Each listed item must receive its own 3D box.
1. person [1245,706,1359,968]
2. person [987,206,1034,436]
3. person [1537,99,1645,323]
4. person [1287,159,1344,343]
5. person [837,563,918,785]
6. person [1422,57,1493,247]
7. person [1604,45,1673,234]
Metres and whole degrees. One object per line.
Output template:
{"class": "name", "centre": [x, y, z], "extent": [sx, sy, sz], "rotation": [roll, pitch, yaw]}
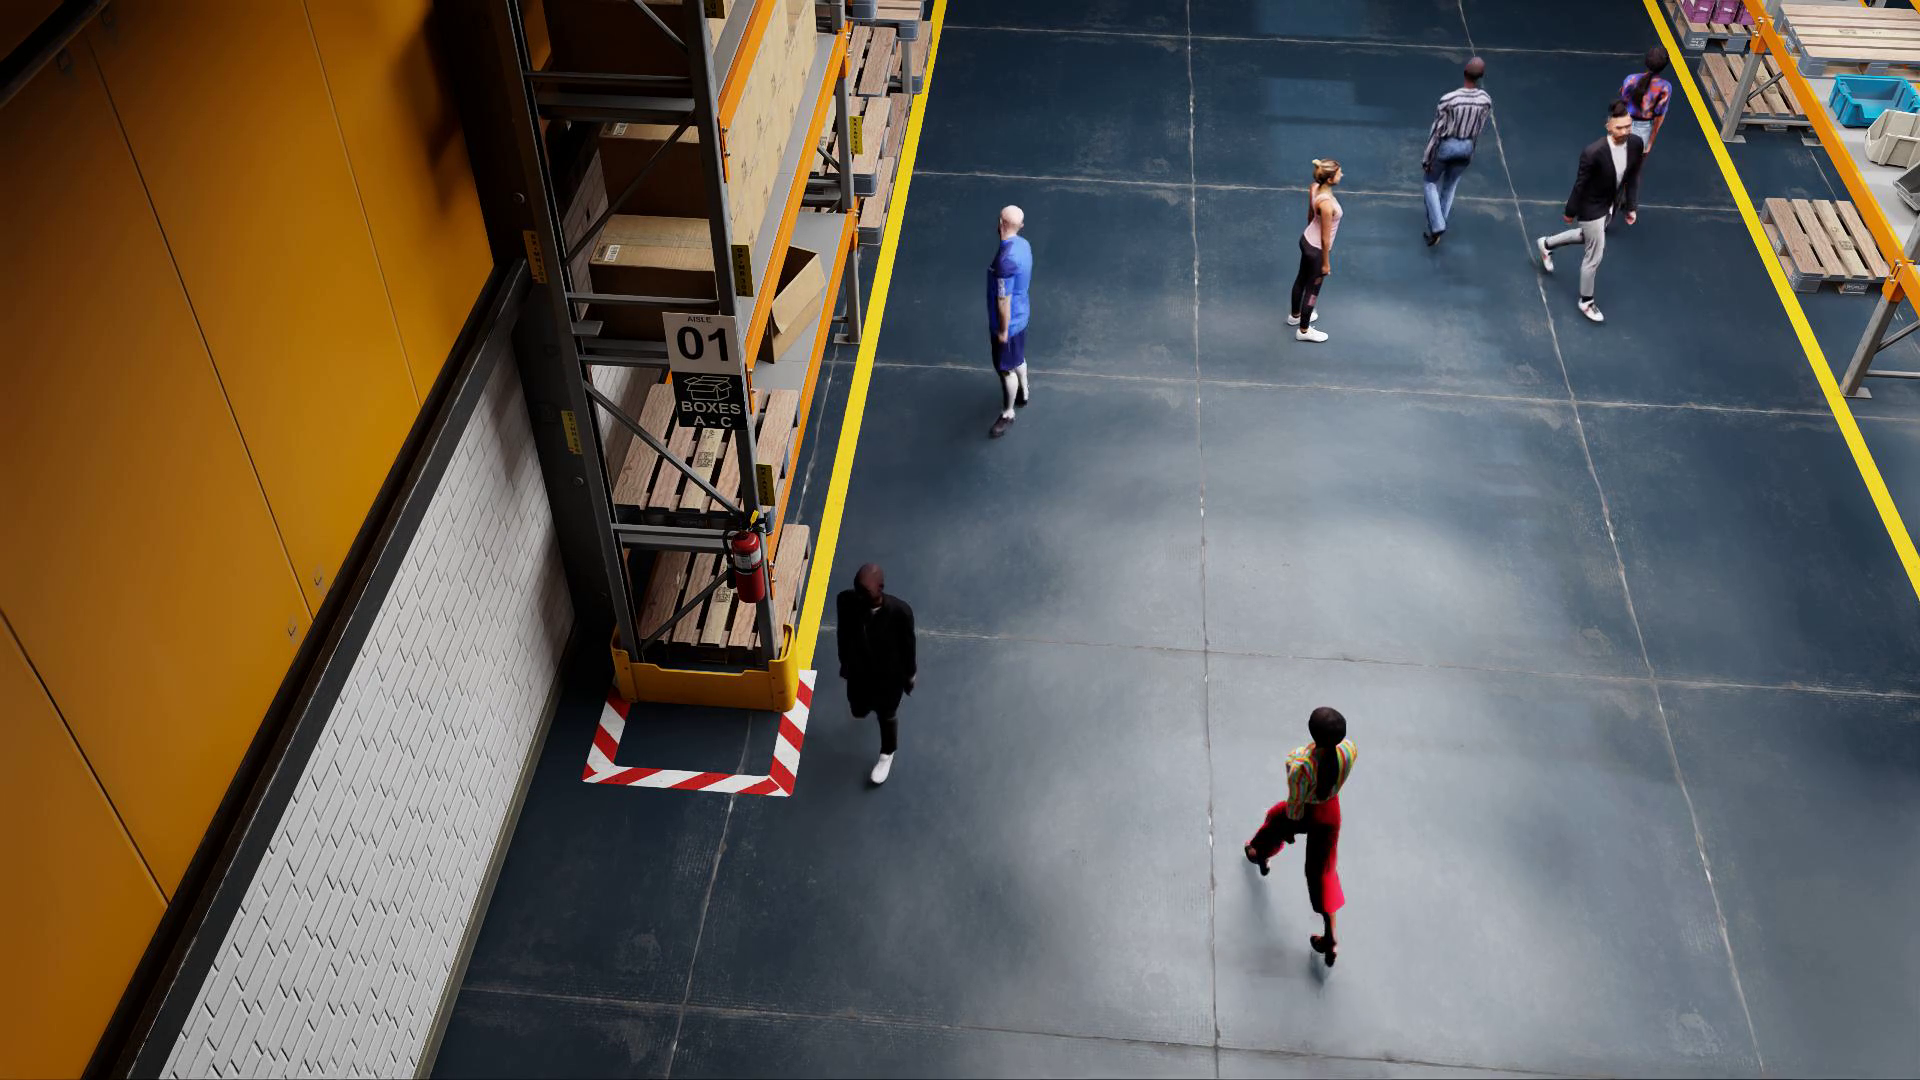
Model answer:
{"class": "person", "centre": [1.995, 1.631, 9.231], "extent": [0.963, 1.740, 1.256], "rotation": [-16, 46, -16]}
{"class": "person", "centre": [0.378, -1.630, 12.607], "extent": [0.925, 1.805, 0.539], "rotation": [-2, 44, -2]}
{"class": "person", "centre": [5.229, -2.825, 13.791], "extent": [1.114, 1.902, 1.341], "rotation": [-18, 46, -18]}
{"class": "person", "centre": [2.883, -2.373, 13.507], "extent": [0.673, 1.640, 0.556], "rotation": [-6, 44, -6]}
{"class": "person", "centre": [-0.474, 0.713, 10.191], "extent": [0.767, 1.745, 0.935], "rotation": [12, 45, 12]}
{"class": "person", "centre": [4.284, -3.260, 14.339], "extent": [0.733, 1.776, 0.801], "rotation": [-8, 44, -8]}
{"class": "person", "centre": [5.869, -3.480, 14.611], "extent": [0.794, 1.720, 1.027], "rotation": [18, 47, 18]}
